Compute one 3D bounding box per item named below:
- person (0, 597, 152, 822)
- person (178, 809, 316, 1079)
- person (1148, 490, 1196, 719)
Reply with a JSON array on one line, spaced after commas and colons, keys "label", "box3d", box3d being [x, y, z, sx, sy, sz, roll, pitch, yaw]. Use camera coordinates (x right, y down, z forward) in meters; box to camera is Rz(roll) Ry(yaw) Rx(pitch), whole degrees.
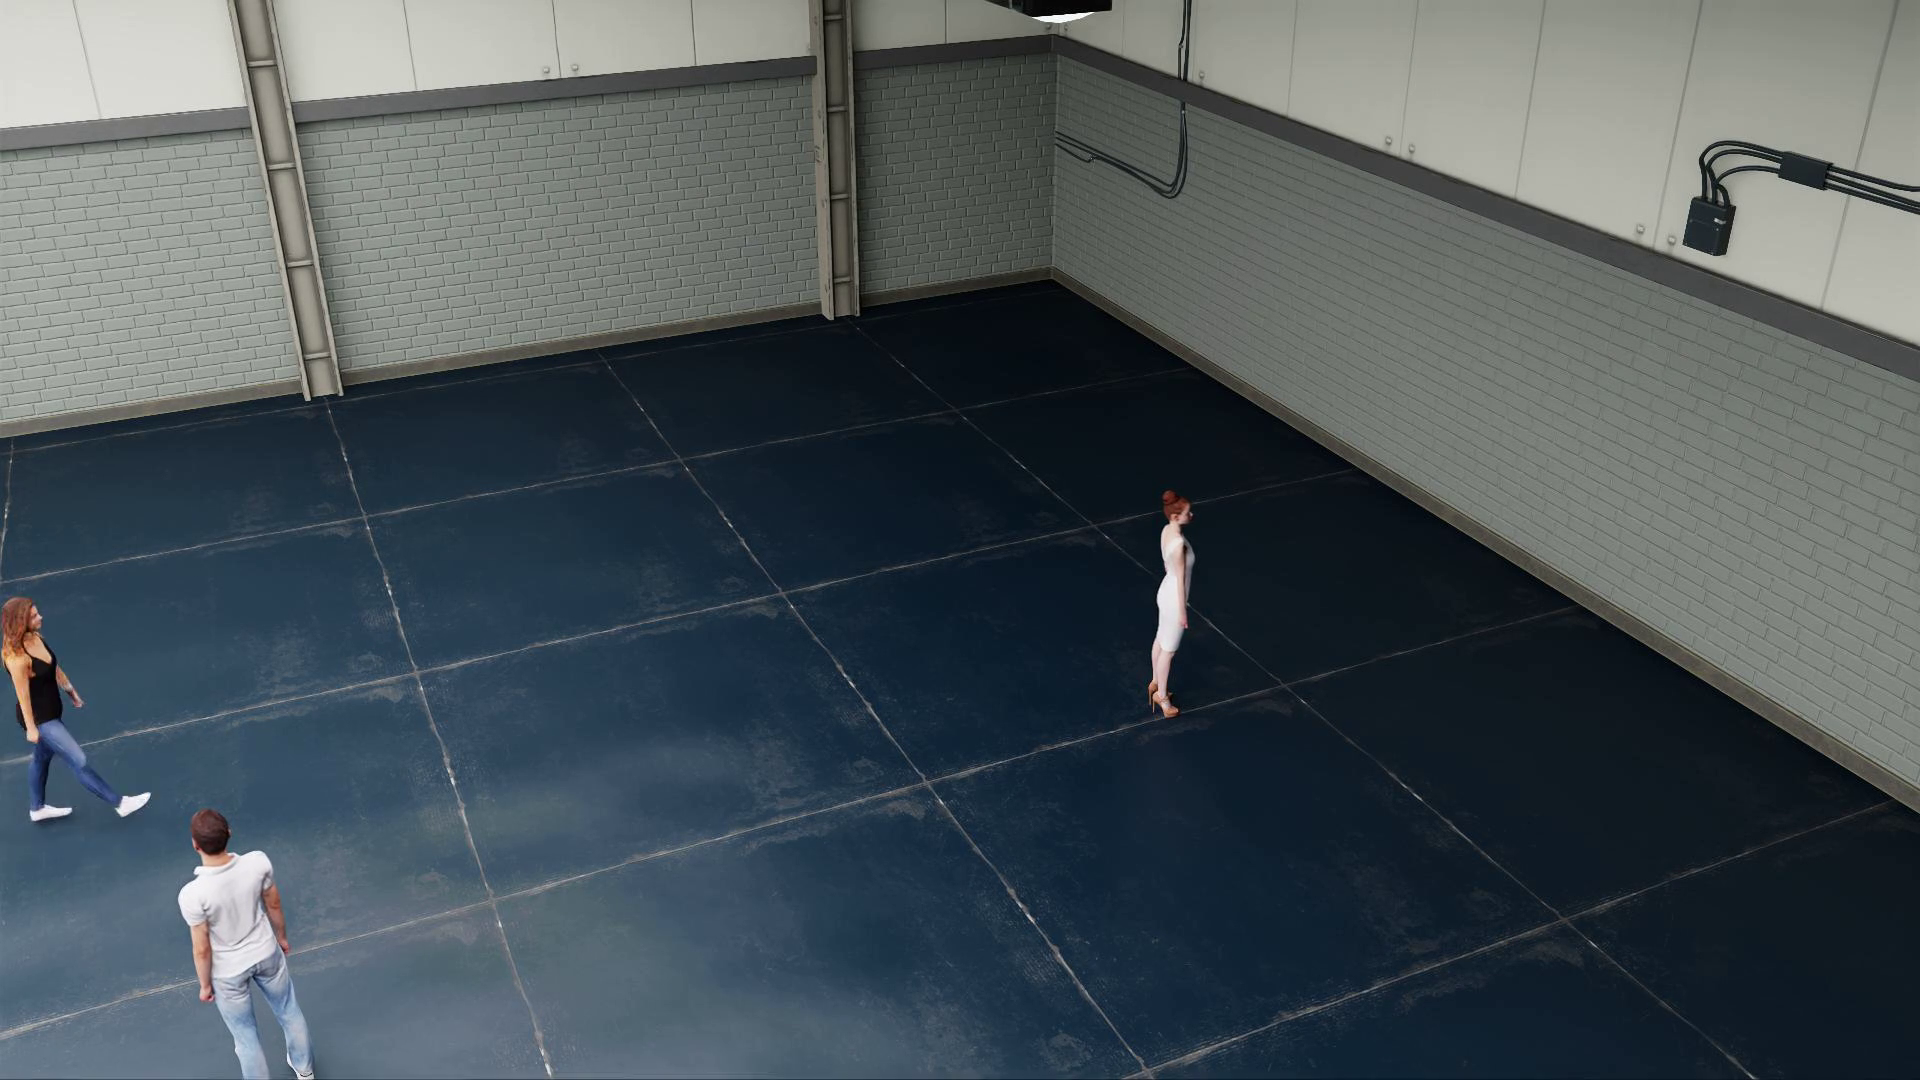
[{"label": "person", "box3d": [-6.043, 1.155, 10.820, 1.061, 1.681, 0.707, -7, 28, -13]}, {"label": "person", "box3d": [-3.710, 2.184, 8.635, 0.790, 1.851, 0.652, 19, 33, 33]}, {"label": "person", "box3d": [1.529, 0.458, 12.052, 0.593, 1.793, 0.632, -2, 27, -4]}]
